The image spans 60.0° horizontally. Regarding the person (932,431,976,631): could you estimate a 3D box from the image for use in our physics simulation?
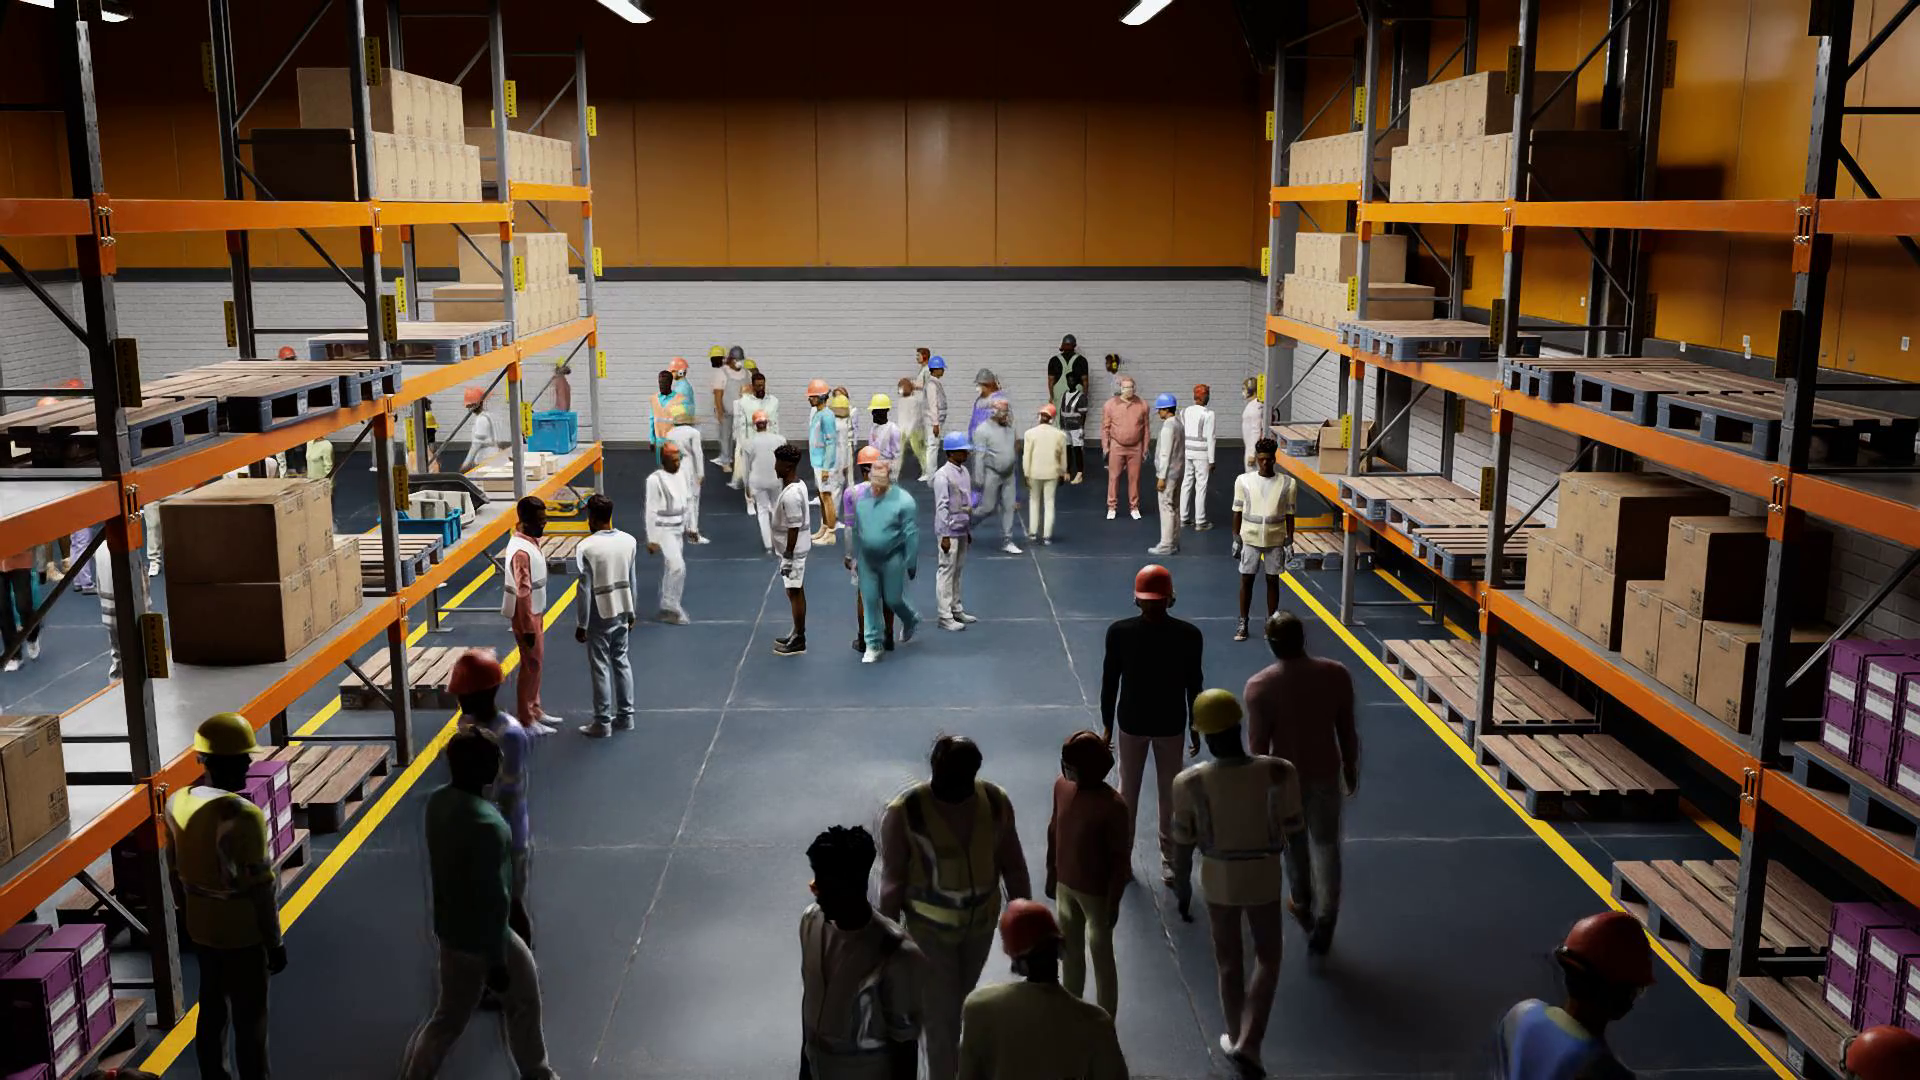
[{"bbox_3d":[-0.058,-0.098,16.350,0.384,1.951,0.605,5,12,22],"label":"person"}]

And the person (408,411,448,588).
[{"bbox_3d":[-5.812,-0.444,18.144,0.369,1.928,0.586,-3,12,-12],"label":"person"}]

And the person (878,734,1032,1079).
[{"bbox_3d":[0.015,1.758,7.398,0.635,1.802,0.824,-6,13,-27],"label":"person"}]

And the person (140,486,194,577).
[{"bbox_3d":[-8.956,-0.549,18.722,0.638,1.909,0.408,-6,13,-26],"label":"person"}]

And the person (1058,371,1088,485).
[{"bbox_3d":[1.673,-1.683,24.927,0.315,1.699,0.540,-10,15,-41],"label":"person"}]

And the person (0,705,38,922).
[{"bbox_3d":[-5.546,1.297,9.383,0.351,1.941,0.545,0,11,2],"label":"person"}]

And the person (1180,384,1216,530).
[{"bbox_3d":[3.062,-1.071,21.434,0.353,1.877,0.573,-9,14,-38],"label":"person"}]

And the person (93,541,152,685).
[{"bbox_3d":[-6.396,0.644,12.804,0.573,1.883,0.355,8,14,36],"label":"person"}]

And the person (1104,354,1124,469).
[{"bbox_3d":[2.422,-2.022,26.261,0.423,1.846,0.523,0,11,-2],"label":"person"}]

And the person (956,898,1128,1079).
[{"bbox_3d":[0.319,2.114,5.826,0.711,1.730,0.369,5,12,25],"label":"person"}]

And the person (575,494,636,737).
[{"bbox_3d":[-2.757,0.588,13.030,0.401,1.908,0.597,7,13,32],"label":"person"}]

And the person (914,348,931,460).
[{"bbox_3d":[-0.556,-2.241,27.359,0.389,1.846,0.564,-2,11,-8],"label":"person"}]

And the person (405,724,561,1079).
[{"bbox_3d":[-2.141,1.729,7.330,0.924,1.903,0.643,-9,15,-39],"label":"person"}]

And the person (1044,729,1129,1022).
[{"bbox_3d":[0.602,1.705,8.106,0.279,1.633,0.498,-10,15,-40],"label":"person"}]

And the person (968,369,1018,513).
[{"bbox_3d":[0.384,-1.357,22.437,1.050,2.000,0.699,-5,12,-23],"label":"person"}]

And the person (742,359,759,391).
[{"bbox_3d":[-3.326,-2.021,26.534,0.321,1.737,0.485,0,11,1],"label":"person"}]

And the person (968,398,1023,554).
[{"bbox_3d":[0.413,-0.783,19.968,0.661,1.876,0.767,-9,15,-39],"label":"person"}]

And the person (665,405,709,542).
[{"bbox_3d":[-3.410,-0.808,20.542,0.622,1.706,0.336,6,13,29],"label":"person"}]

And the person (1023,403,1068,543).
[{"bbox_3d":[1.054,-0.824,20.590,0.581,1.707,0.643,-1,11,-4],"label":"person"}]

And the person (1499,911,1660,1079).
[{"bbox_3d":[1.771,2.123,5.128,0.879,2.003,0.642,-3,12,-15],"label":"person"}]

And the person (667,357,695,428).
[{"bbox_3d":[-4.001,-1.632,23.928,0.376,1.997,0.612,-3,12,-13],"label":"person"}]

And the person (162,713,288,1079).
[{"bbox_3d":[-3.223,1.706,7.382,0.584,1.919,0.382,6,13,26],"label":"person"}]

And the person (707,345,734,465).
[{"bbox_3d":[-3.864,-2.168,26.792,0.382,1.924,0.594,-5,12,-23],"label":"person"}]

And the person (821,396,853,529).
[{"bbox_3d":[-1.568,-1.000,21.459,0.415,1.719,0.492,-7,13,-32],"label":"person"}]

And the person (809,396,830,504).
[{"bbox_3d":[-1.971,-1.368,23.240,0.297,1.744,0.487,3,12,12],"label":"person"}]

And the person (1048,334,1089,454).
[{"bbox_3d":[1.822,-2.447,27.901,0.675,2.000,0.537,2,11,9],"label":"person"}]

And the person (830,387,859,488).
[{"bbox_3d":[-1.672,-1.336,23.341,0.516,1.641,0.308,3,12,12],"label":"person"}]

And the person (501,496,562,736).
[{"bbox_3d":[-3.378,0.592,13.006,0.401,1.908,0.603,-2,11,-10],"label":"person"}]

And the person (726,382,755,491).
[{"bbox_3d":[-3.125,-1.503,24.291,0.515,1.579,0.871,4,12,18],"label":"person"}]

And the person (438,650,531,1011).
[{"bbox_3d":[-2.450,1.506,8.411,0.546,1.916,0.630,8,14,35],"label":"person"}]

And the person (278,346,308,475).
[{"bbox_3d":[-10.373,-2.014,25.869,0.403,1.987,0.613,9,15,39],"label":"person"}]

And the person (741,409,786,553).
[{"bbox_3d":[-2.336,-0.706,19.946,0.575,1.724,0.432,-3,12,-14],"label":"person"}]

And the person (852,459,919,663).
[{"bbox_3d":[-0.668,0.155,15.290,0.644,1.879,0.743,4,12,21],"label":"person"}]

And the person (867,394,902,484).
[{"bbox_3d":[-0.924,-0.785,19.852,0.369,1.928,0.586,-8,14,-36],"label":"person"}]

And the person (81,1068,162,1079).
[{"bbox_3d":[-2.297,2.316,4.531,0.388,1.837,0.564,-7,13,-32],"label":"person"}]

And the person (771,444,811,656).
[{"bbox_3d":[-1.567,0.084,15.397,0.367,1.966,0.606,0,11,-2],"label":"person"}]

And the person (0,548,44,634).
[{"bbox_3d":[-9.228,-0.010,16.174,0.331,1.844,0.519,4,12,20],"label":"person"}]

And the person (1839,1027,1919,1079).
[{"bbox_3d":[2.690,2.270,4.996,0.563,1.742,0.339,-9,15,-39],"label":"person"}]

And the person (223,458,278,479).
[{"bbox_3d":[-7.301,-0.212,17.218,0.395,1.836,0.561,11,16,44],"label":"person"}]

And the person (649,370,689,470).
[{"bbox_3d":[-3.993,-1.372,22.822,0.591,1.919,0.390,4,12,21],"label":"person"}]

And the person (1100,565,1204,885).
[{"bbox_3d":[1.166,1.122,10.122,0.625,1.992,0.386,1,11,6],"label":"person"}]

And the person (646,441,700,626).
[{"bbox_3d":[-2.836,-0.065,16.429,0.618,1.855,0.560,5,12,22],"label":"person"}]

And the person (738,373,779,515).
[{"bbox_3d":[-2.711,-1.303,22.470,0.598,1.917,0.378,-7,13,-31],"label":"person"}]

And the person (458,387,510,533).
[{"bbox_3d":[-6.109,-0.989,21.005,1.007,1.871,0.550,-4,12,-19],"label":"person"}]

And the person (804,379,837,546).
[{"bbox_3d":[-1.712,-0.949,20.386,0.375,2.040,0.615,-3,12,-15],"label":"person"}]

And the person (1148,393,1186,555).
[{"bbox_3d":[2.489,-0.788,19.869,0.420,1.932,0.618,4,12,20],"label":"person"}]

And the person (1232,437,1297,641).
[{"bbox_3d":[2.888,-0.004,15.839,0.603,1.966,0.368,2,11,10],"label":"person"}]

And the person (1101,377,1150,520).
[{"bbox_3d":[2.201,-1.213,22.052,0.654,1.906,0.408,0,11,-2],"label":"person"}]

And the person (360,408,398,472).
[{"bbox_3d":[-9.126,-2.028,26.090,0.594,1.922,0.375,-8,14,-34],"label":"person"}]

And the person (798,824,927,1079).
[{"bbox_3d":[-0.384,1.958,6.029,0.373,1.957,0.606,-11,16,-43],"label":"person"}]

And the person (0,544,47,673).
[{"bbox_3d":[-8.499,0.223,14.843,0.608,1.910,0.452,-3,12,-15],"label":"person"}]

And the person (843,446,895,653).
[{"bbox_3d":[-0.822,0.086,15.475,0.543,1.933,0.364,-3,12,-15],"label":"person"}]

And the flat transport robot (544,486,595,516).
[{"bbox_3d":[-5.452,-0.539,22.789,0.652,0.197,1.431,1,11,3],"label":"flat transport robot"}]

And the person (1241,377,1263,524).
[{"bbox_3d":[3.827,-1.158,21.703,0.372,1.936,0.629,2,11,11],"label":"person"}]

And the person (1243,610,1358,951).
[{"bbox_3d":[1.914,1.343,9.263,0.685,1.899,0.797,0,11,-1],"label":"person"}]

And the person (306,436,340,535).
[{"bbox_3d":[-7.456,-0.606,19.390,0.526,1.760,0.332,10,15,42],"label":"person"}]

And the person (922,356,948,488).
[{"bbox_3d":[-0.368,-1.751,24.639,0.380,1.951,0.605,0,11,1],"label":"person"}]

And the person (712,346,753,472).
[{"bbox_3d":[-3.459,-2.021,25.765,0.699,2.000,1.001,-7,13,-30],"label":"person"}]

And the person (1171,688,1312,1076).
[{"bbox_3d":[1.321,1.629,7.835,0.670,1.893,0.537,1,11,3],"label":"person"}]
